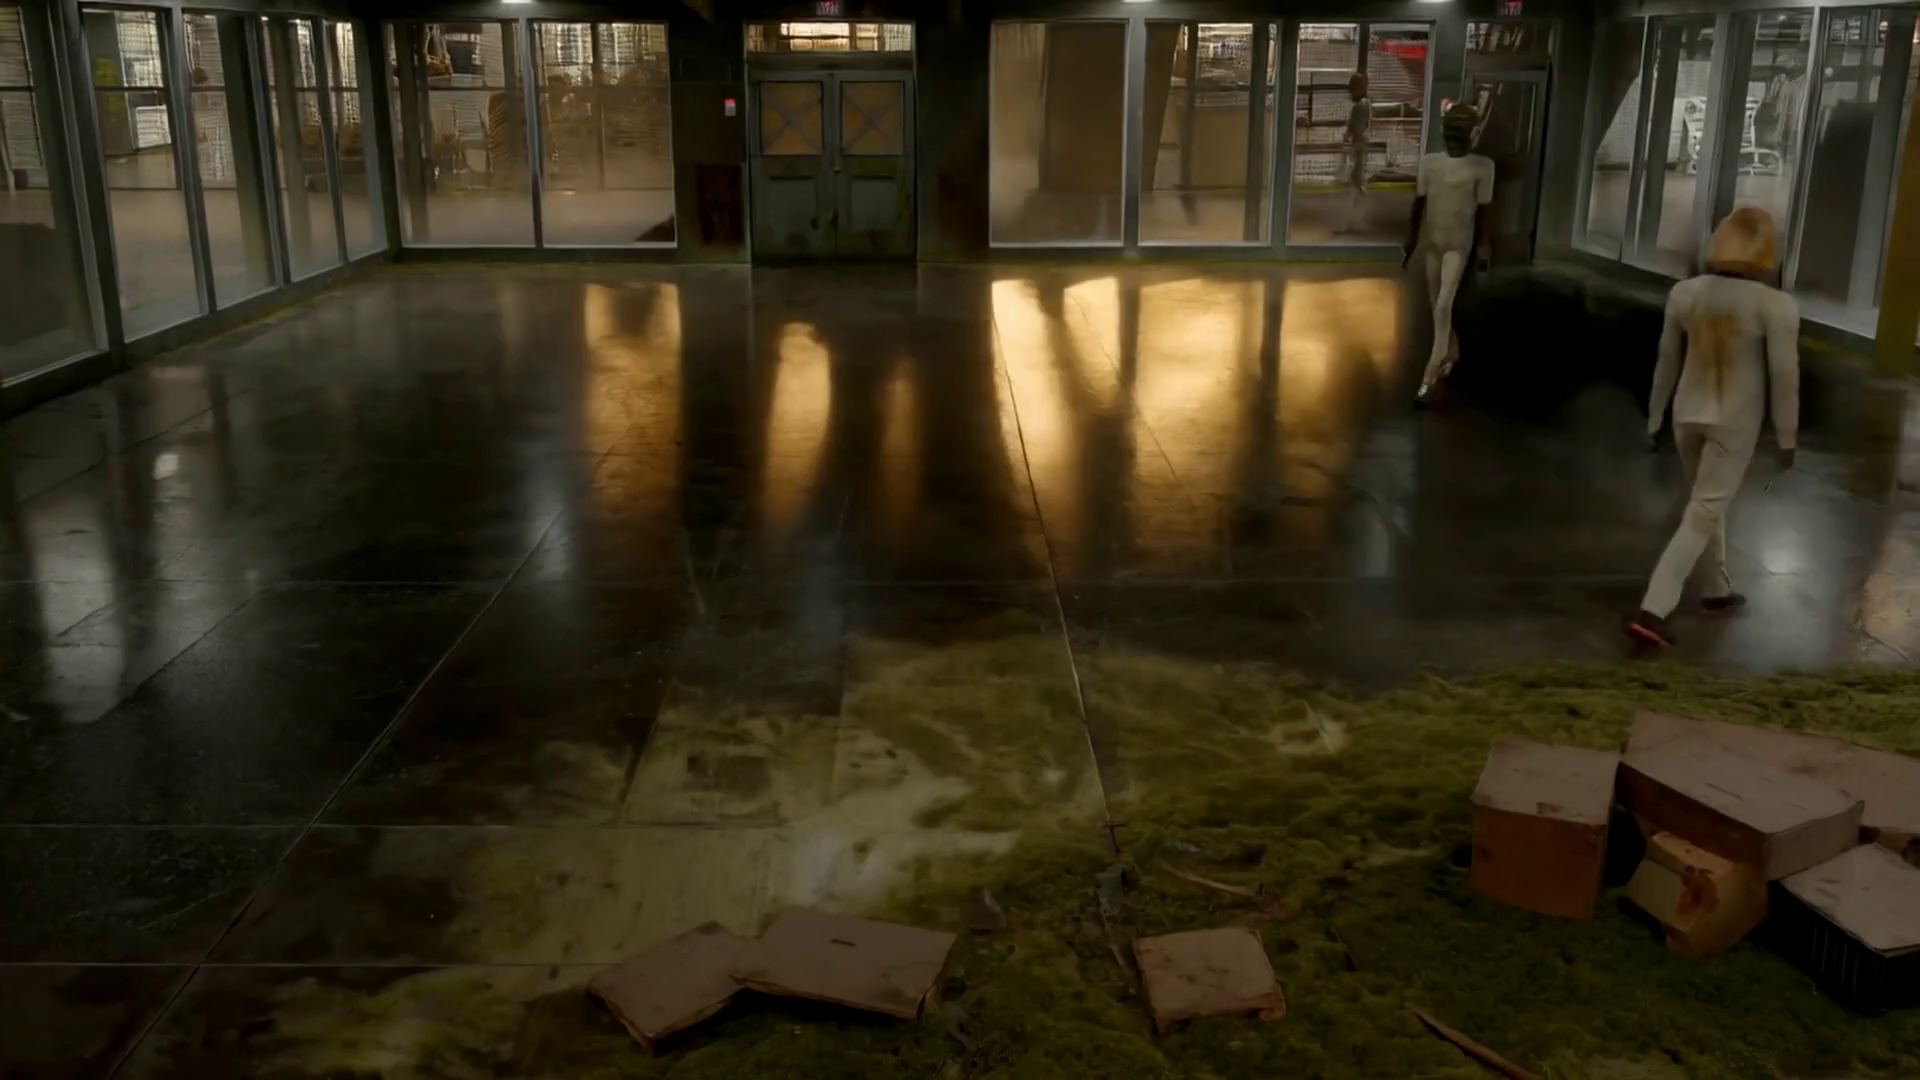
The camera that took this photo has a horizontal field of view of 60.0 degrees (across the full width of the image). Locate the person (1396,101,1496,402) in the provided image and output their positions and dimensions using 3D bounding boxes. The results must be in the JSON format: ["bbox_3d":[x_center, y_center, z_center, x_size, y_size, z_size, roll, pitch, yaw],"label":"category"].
[{"bbox_3d":[3.105,-1.836,10.526,0.506,1.838,0.968,13,21,38],"label":"person"}]

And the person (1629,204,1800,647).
[{"bbox_3d":[2.755,-0.419,6.075,0.851,1.593,0.517,-10,19,-32],"label":"person"}]
